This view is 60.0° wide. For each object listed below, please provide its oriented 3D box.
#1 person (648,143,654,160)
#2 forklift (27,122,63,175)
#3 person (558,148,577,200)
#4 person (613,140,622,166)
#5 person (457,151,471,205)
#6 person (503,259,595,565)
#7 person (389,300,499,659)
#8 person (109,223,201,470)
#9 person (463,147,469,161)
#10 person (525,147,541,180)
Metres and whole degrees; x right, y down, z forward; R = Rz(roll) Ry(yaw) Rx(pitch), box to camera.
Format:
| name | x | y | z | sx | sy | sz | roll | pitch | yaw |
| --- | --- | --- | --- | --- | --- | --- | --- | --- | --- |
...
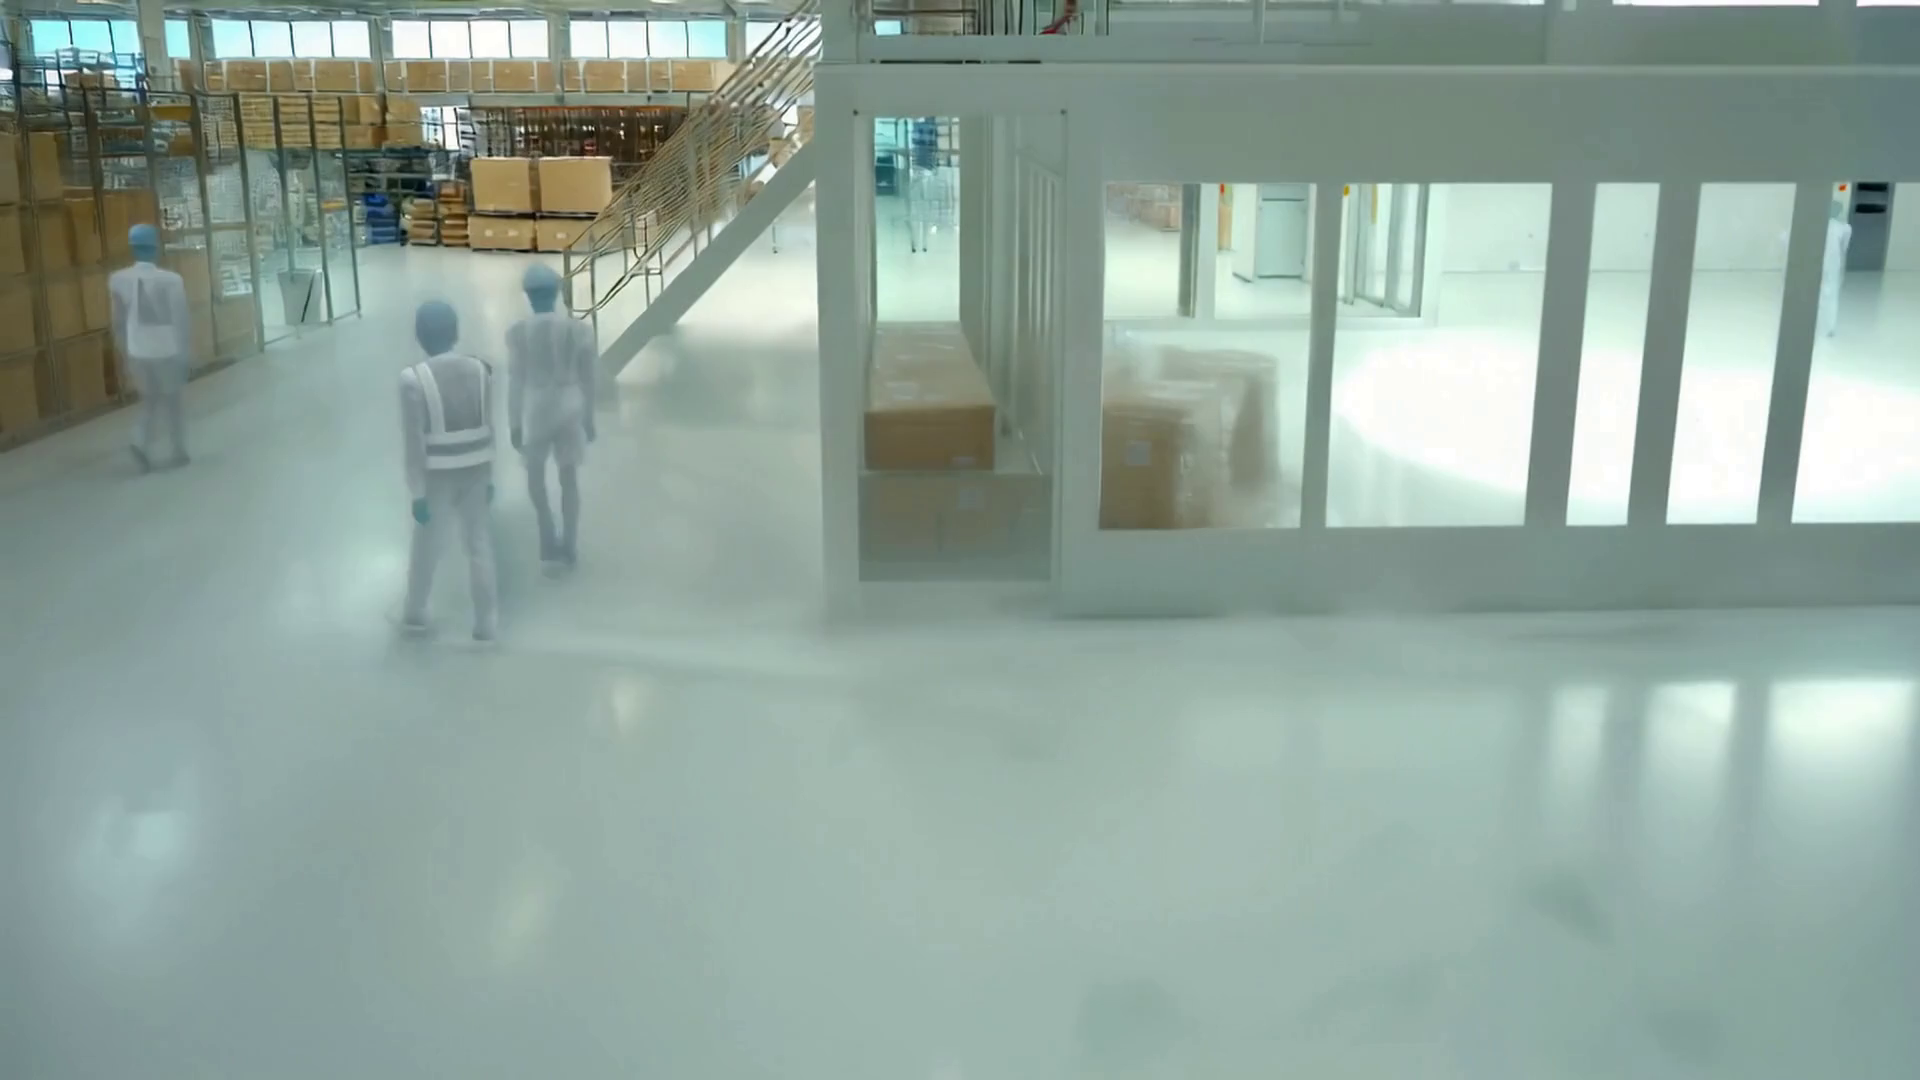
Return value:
| name | x | y | z | sx | sy | sz | roll | pitch | yaw |
| --- | --- | --- | --- | --- | --- | --- | --- | --- | --- |
| person | -15.656 | -19.354 | 84.866 | 0.586 | 1.811 | 0.614 | 2 | 14 | 8 |
| forklift | -35.376 | -14.773 | 64.377 | 1.129 | 2.768 | 1.873 | -1 | 14 | -2 |
| person | -14.350 | -13.388 | 60.851 | 0.650 | 1.883 | 0.793 | 2 | 14 | 9 |
| person | -17.246 | -19.084 | 83.463 | 0.569 | 1.962 | 0.623 | -3 | 14 | -12 |
| person | -16.856 | -12.306 | 56.640 | 0.404 | 1.835 | 0.587 | 6 | 15 | 24 |
| person | -2.561 | -0.784 | 10.416 | 0.554 | 1.916 | 0.481 | -6 | 15 | -22 |
| person | -2.726 | -0.328 | 8.733 | 0.890 | 1.845 | 0.577 | 13 | 19 | 41 |
| person | -6.392 | -1.510 | 13.199 | 0.620 | 1.978 | 0.532 | 1 | 14 | 4 |
| person | -21.810 | -16.496 | 73.536 | 0.400 | 1.750 | 0.555 | 0 | 14 | 1 |
| person | -14.425 | -12.209 | 55.975 | 0.632 | 1.992 | 1.029 | 9 | 16 | 31 |
